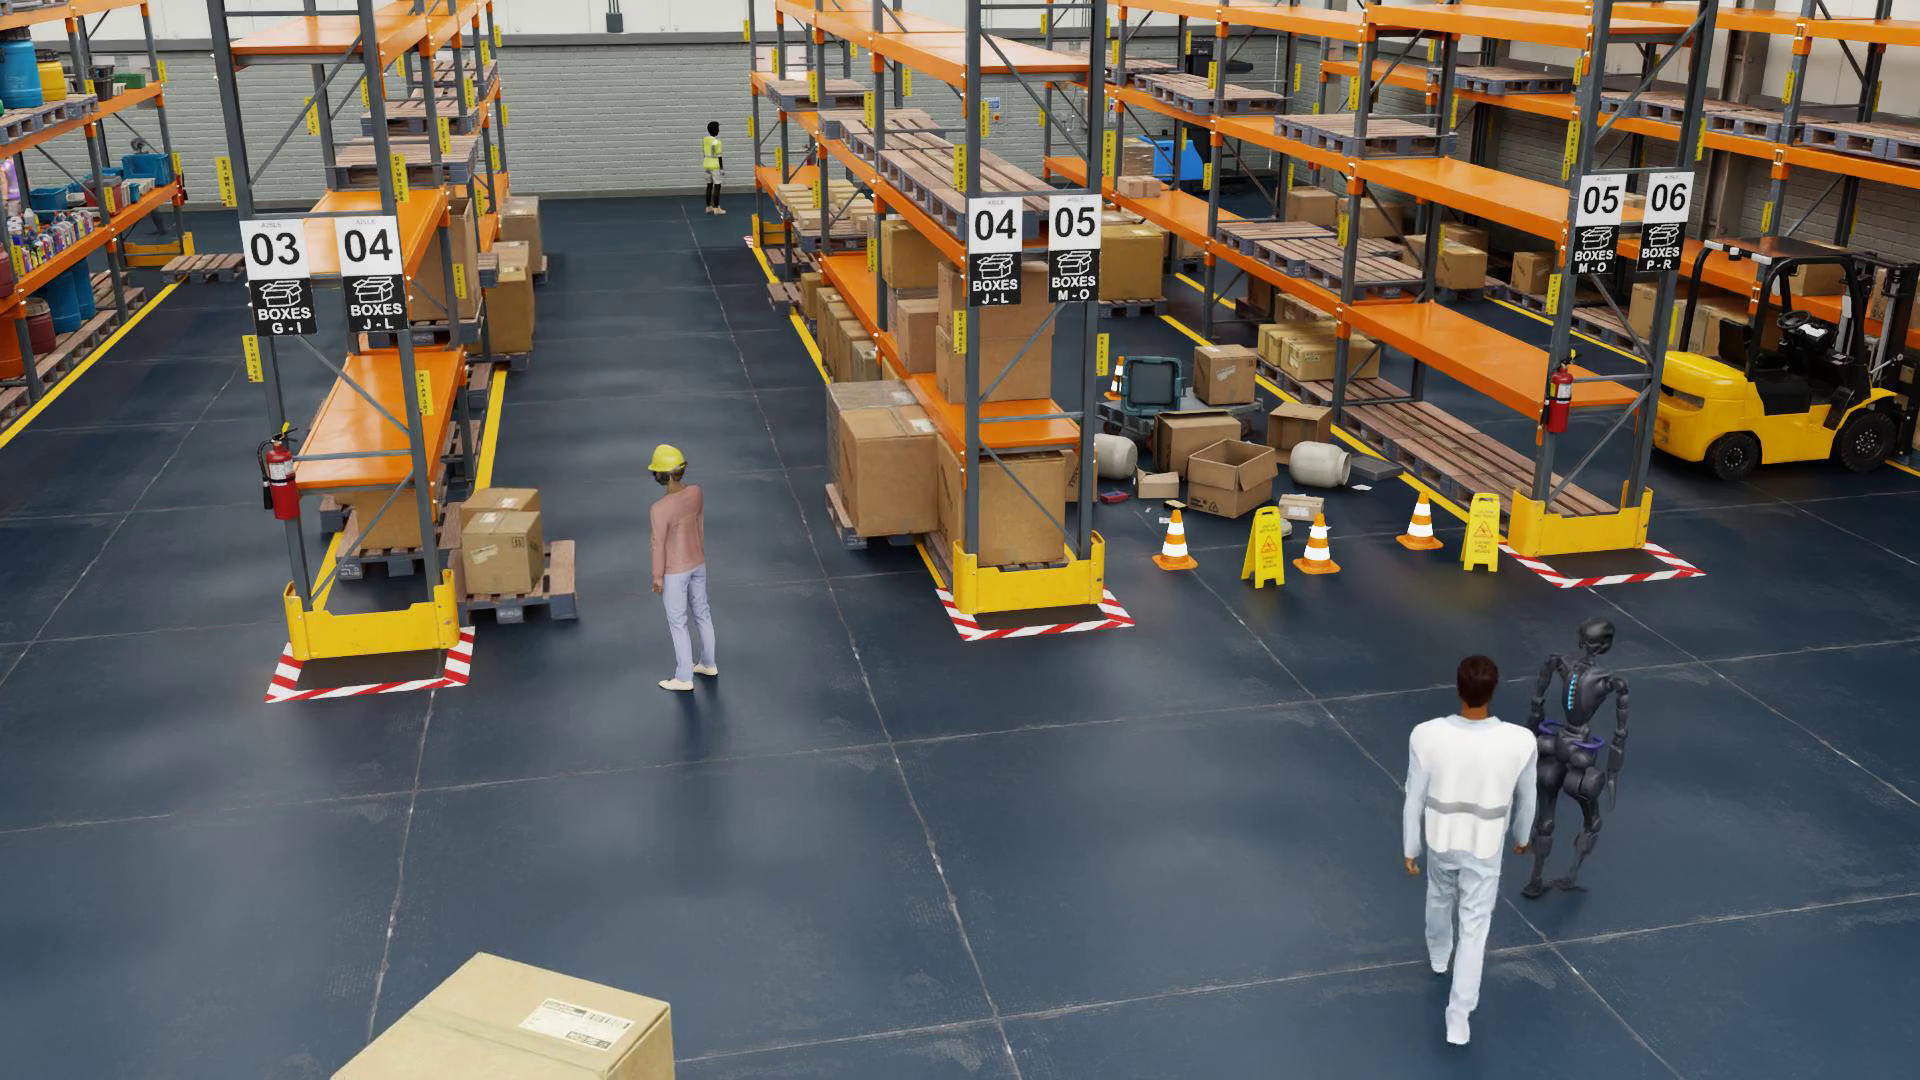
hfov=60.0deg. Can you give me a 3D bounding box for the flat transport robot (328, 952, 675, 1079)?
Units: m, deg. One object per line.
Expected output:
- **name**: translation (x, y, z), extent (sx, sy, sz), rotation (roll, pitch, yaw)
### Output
- **flat transport robot**: translation (-1.627, 2.901, 6.393), extent (1.431, 0.231, 0.659), rotation (-17, 26, -39)

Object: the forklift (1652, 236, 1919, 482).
- **forklift**: translation (8.013, -1.814, 16.330), extent (2.313, 2.155, 1.214), rotation (-4, 21, -12)

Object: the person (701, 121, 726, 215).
- **person**: translation (-4.529, -6.836, 30.573), extent (0.537, 1.687, 0.319), rotation (18, 27, 40)

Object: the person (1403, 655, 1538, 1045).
- **person**: translation (2.432, 1.443, 8.014), extent (0.596, 1.877, 0.986), rotation (8, 22, 20)

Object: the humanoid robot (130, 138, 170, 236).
- **humanoid robot**: translation (-13.878, -6.047, 28.472), extent (0.612, 1.643, 0.372), rotation (13, 24, 31)

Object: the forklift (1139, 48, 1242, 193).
- **forklift**: translation (4.566, -8.313, 32.860), extent (1.873, 2.768, 1.129), rotation (-4, 21, -12)

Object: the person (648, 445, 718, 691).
- **person**: translation (-1.963, 0.188, 11.563), extent (0.341, 1.761, 0.522), rotation (11, 23, 28)

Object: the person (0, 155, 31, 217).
- **person**: translation (-15.369, -5.563, 27.148), extent (0.348, 1.688, 0.492), rotation (11, 23, 27)

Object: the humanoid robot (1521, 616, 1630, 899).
- **humanoid robot**: translation (3.287, 1.184, 9.002), extent (0.356, 1.644, 0.587), rotation (-17, 26, -39)
